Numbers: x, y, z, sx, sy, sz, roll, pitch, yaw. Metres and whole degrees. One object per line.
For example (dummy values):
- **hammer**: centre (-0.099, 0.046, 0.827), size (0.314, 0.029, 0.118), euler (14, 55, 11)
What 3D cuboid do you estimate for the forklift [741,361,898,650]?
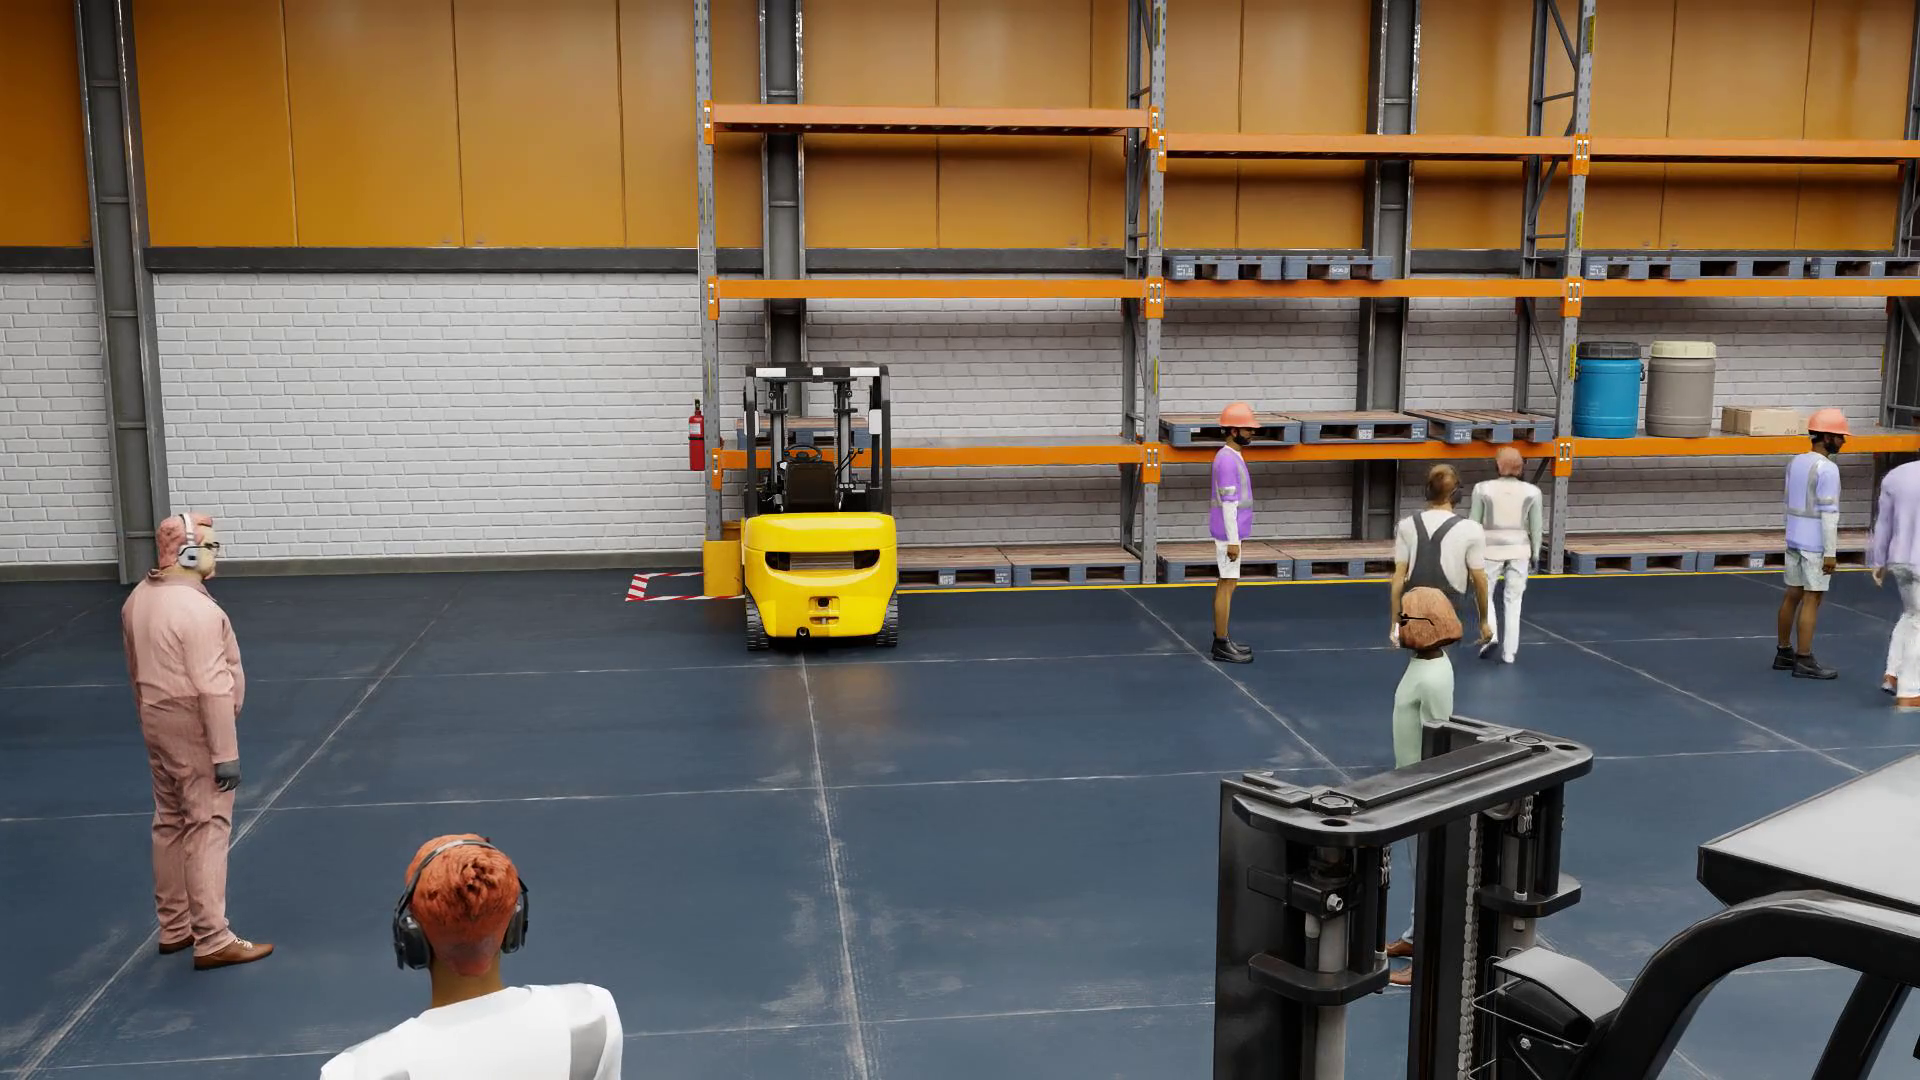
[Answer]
- **forklift**: centre (-1.154, -0.340, 13.365), size (1.214, 2.155, 2.313), euler (-1, 9, -7)

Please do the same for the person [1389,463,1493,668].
- **person**: centre (2.800, 0.455, 9.621), size (0.509, 1.794, 0.962), euler (8, 12, 41)

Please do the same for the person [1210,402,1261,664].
- **person**: centre (2.041, -0.058, 12.405), size (0.354, 1.939, 0.544), euler (1, 9, 8)

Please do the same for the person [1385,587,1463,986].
- **person**: centre (1.868, 0.996, 6.774), size (0.283, 1.633, 0.497), euler (1, 9, 9)

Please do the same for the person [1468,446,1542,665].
- **person**: centre (4.004, 0.123, 12.238), size (0.541, 1.622, 0.399), euler (2, 9, 10)

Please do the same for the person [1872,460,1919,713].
- **person**: centre (6.359, 0.181, 10.976), size (0.525, 1.922, 0.625), euler (-3, 10, -21)

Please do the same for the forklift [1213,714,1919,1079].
- **forklift**: centre (1.441, 1.425, 2.350), size (1.214, 2.155, 2.313), euler (-7, 12, -39)

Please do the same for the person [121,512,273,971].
- **person**: centre (-3.192, 0.830, 6.968), size (0.652, 1.904, 0.402), euler (7, 12, 39)

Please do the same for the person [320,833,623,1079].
- **person**: centre (-0.886, 1.460, 3.100), size (0.575, 1.883, 0.355), euler (-7, 12, -39)

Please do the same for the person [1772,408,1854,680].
- **person**: centre (6.126, 0.022, 11.914), size (0.375, 1.933, 0.550), euler (0, 9, -2)
